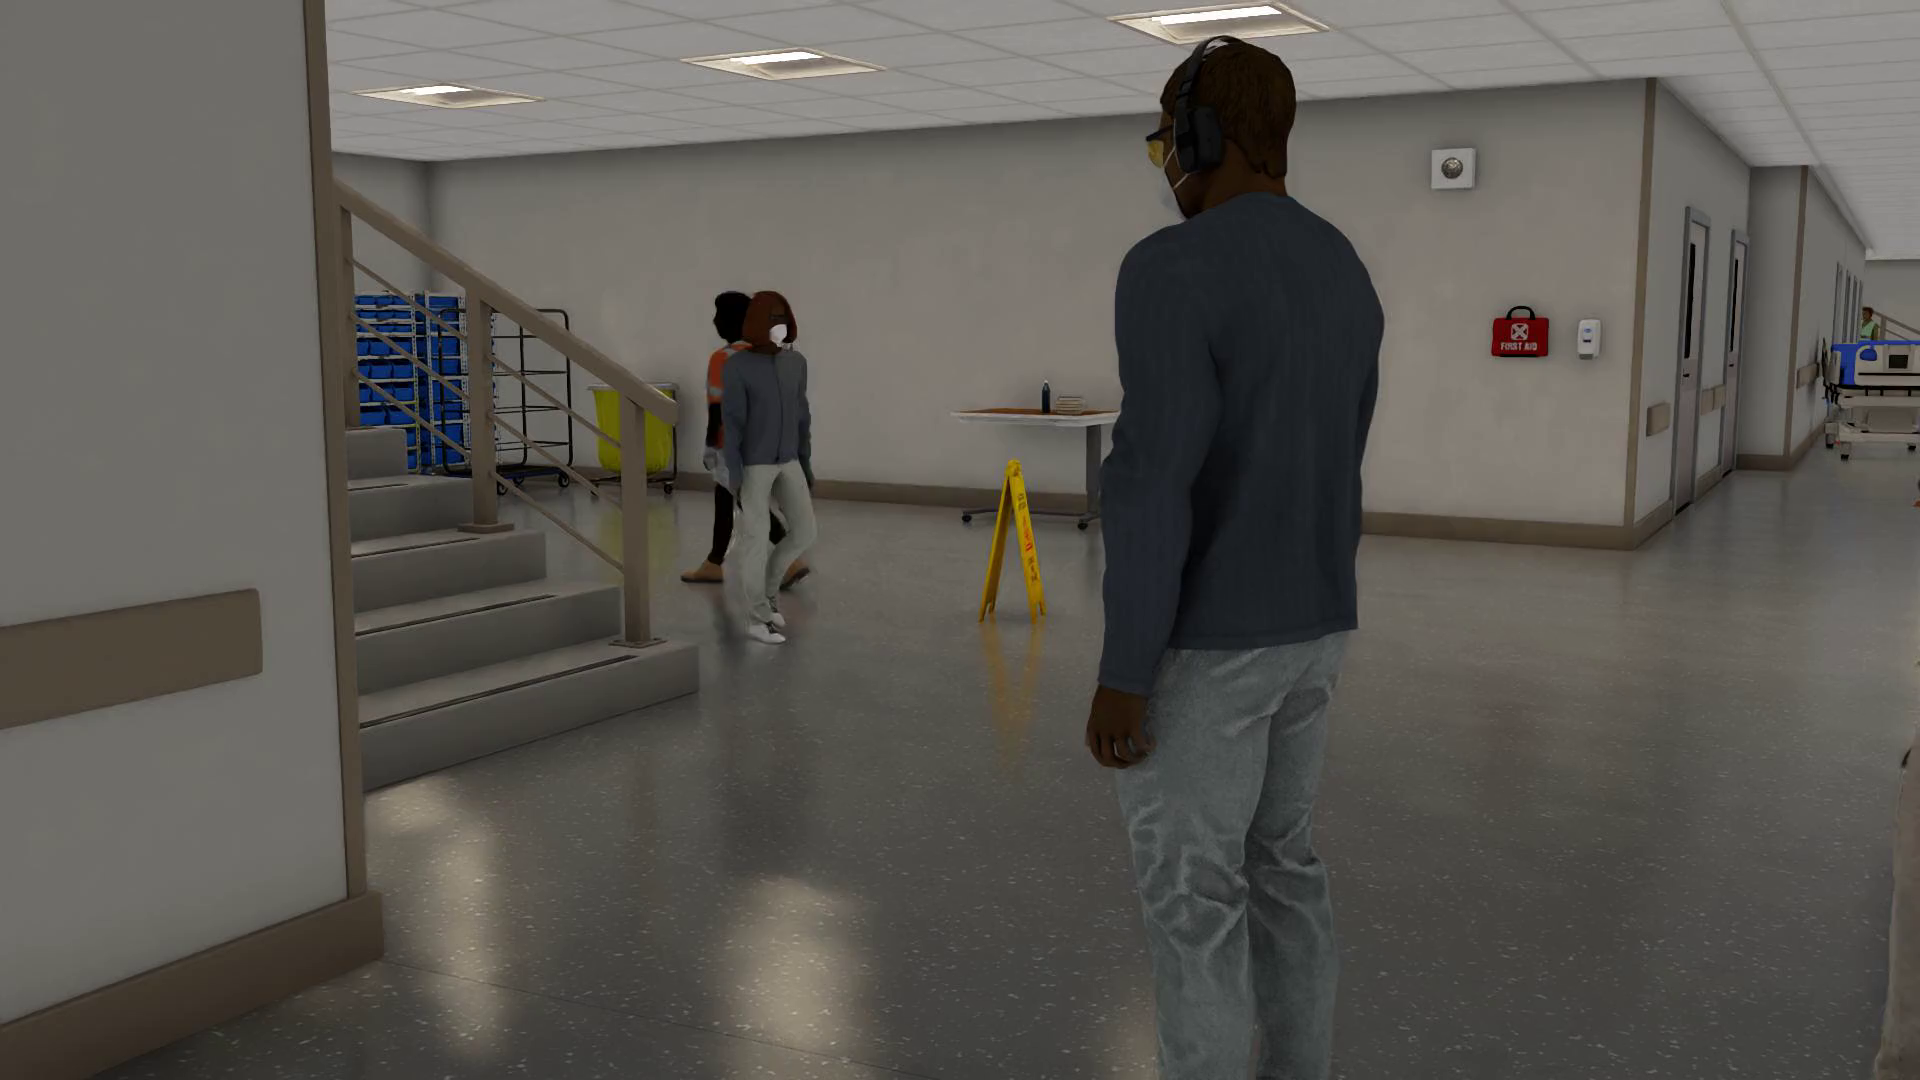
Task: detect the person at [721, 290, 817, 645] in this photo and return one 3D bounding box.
[{"bbox_3d":[-0.872,-0.328,7.654,0.357,1.622,0.524,7,10,44],"label":"person"}]

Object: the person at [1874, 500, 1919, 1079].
[{"bbox_3d":[1.887,0.303,2.842,0.677,1.620,0.521,0,7,-4],"label":"person"}]

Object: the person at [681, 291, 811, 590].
[{"bbox_3d":[-1.179,-0.548,9.221,0.844,1.664,0.537,3,8,19],"label":"person"}]

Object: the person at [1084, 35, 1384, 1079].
[{"bbox_3d":[0.443,0.171,2.689,0.380,1.928,0.634,6,10,41],"label":"person"}]

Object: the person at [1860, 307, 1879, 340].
[{"bbox_3d":[19.821,-4.167,36.359,0.389,1.848,0.567,-1,8,-10],"label":"person"}]
